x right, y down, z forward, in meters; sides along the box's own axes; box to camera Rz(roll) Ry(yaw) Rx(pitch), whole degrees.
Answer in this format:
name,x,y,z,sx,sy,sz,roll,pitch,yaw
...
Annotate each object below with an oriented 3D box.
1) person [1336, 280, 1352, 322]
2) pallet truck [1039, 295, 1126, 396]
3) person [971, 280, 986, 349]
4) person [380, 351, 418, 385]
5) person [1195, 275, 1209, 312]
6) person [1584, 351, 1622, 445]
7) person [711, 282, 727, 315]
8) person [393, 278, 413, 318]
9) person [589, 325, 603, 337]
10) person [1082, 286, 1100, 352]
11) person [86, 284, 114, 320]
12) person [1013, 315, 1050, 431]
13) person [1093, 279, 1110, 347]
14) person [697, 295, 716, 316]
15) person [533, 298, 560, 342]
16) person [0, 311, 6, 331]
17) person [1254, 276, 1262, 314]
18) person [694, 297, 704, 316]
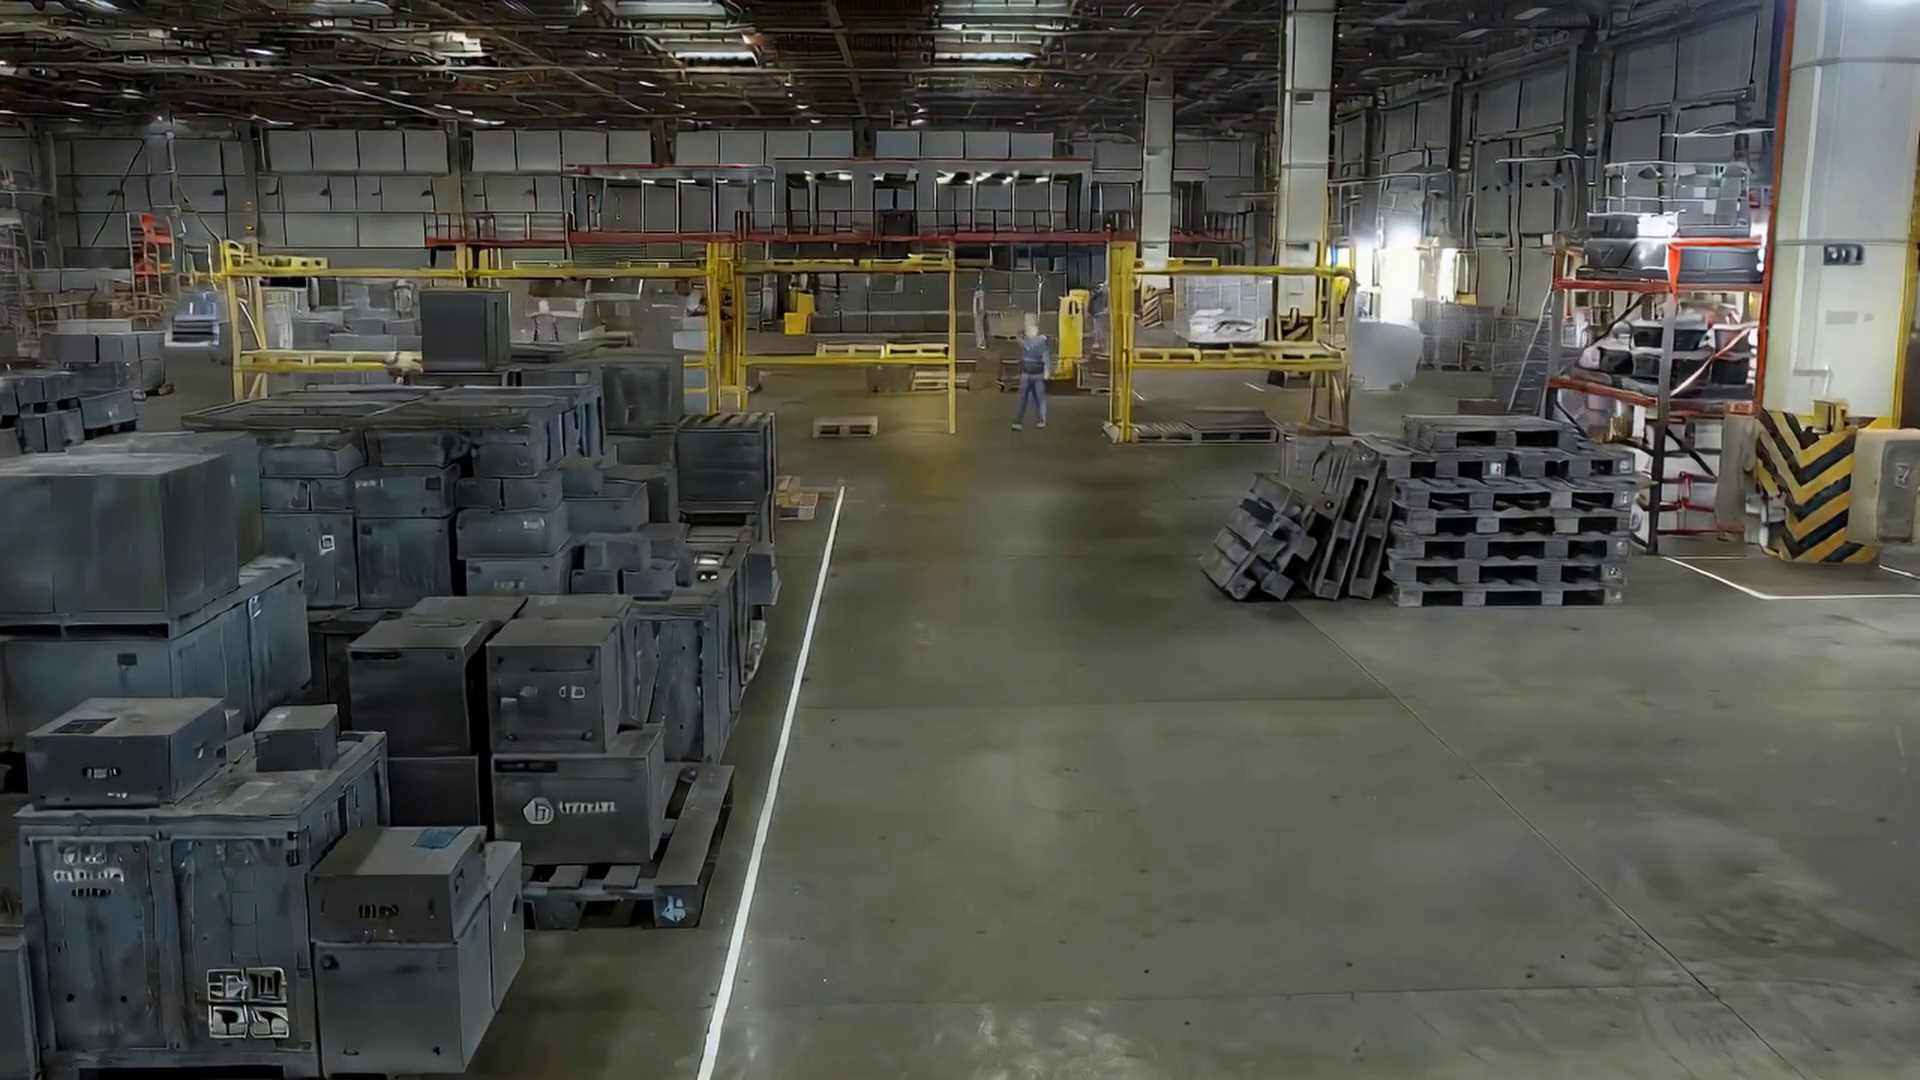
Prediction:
name,x,y,z,sx,sy,sz,roll,pitch,yaw
person,12.309,-7.408,53.218,0.641,1.826,0.704,9,14,42
pallet truck,2.483,-3.881,33.060,1.885,1.965,0.823,-7,13,-36
person,0.536,-6.420,47.370,0.360,1.938,0.632,4,11,23
person,-5.964,-1.113,18.018,0.580,1.865,0.590,-2,10,-10
person,10.376,-10.748,71.363,0.615,1.984,0.408,4,11,19
person,8.602,-1.742,22.071,0.559,1.657,0.843,-7,12,-35
person,-6.821,-6.302,46.714,0.551,1.935,0.371,-2,10,-9
person,-17.590,-7.332,52.567,0.559,1.911,0.890,-3,11,-18
person,-4.919,-1.944,22.529,0.599,1.908,0.404,0,10,-3
person,3.495,-6.036,45.552,0.767,1.816,0.651,-8,13,-39
person,-21.352,-5.366,41.336,0.612,1.997,0.376,-6,12,-30
person,1.180,-2.709,26.911,0.597,1.867,1.014,5,11,26
person,4.067,-6.565,48.149,0.606,1.947,0.406,-2,10,-13
person,-5.683,-4.611,37.584,0.552,1.831,0.401,6,12,30
person,-8.645,-4.131,34.851,0.580,1.854,0.606,-1,10,-5
person,-21.310,-4.432,36.668,0.545,1.813,0.951,-4,11,-24
person,12.386,-10.294,68.985,0.371,1.927,0.588,-3,10,-14
person,-6.098,-4.845,39.140,0.311,1.743,0.493,7,12,34
